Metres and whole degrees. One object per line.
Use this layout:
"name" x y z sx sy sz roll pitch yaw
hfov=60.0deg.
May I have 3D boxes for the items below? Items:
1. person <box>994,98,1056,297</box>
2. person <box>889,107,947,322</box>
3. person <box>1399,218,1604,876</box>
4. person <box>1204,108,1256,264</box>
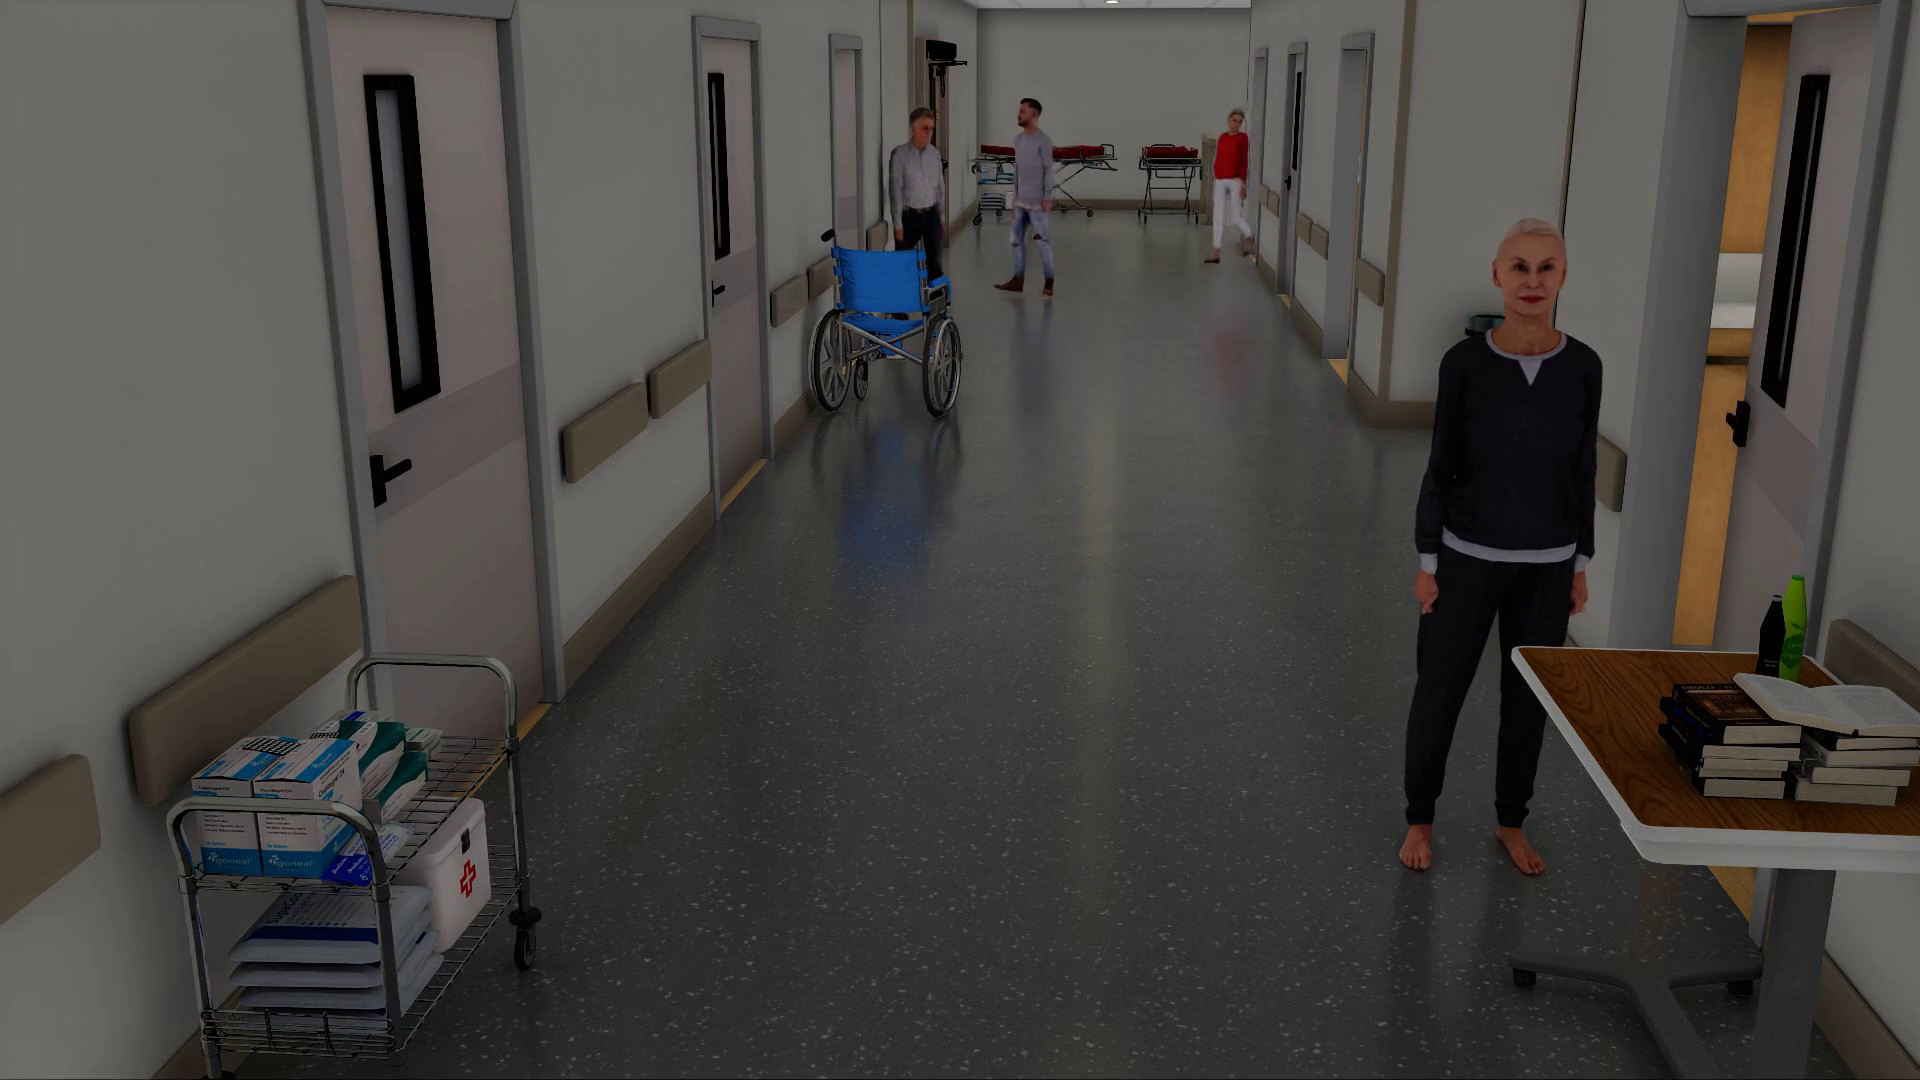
"person" 0.727 -3.235 15.736 0.851 1.825 0.923 14 21 41
"person" -0.408 -2.606 13.637 1.102 1.753 1.323 -8 18 -27
"person" 1.422 0.026 4.351 0.609 1.726 0.505 1 16 4
"person" 3.046 -3.901 18.393 0.974 1.664 1.111 15 22 42
